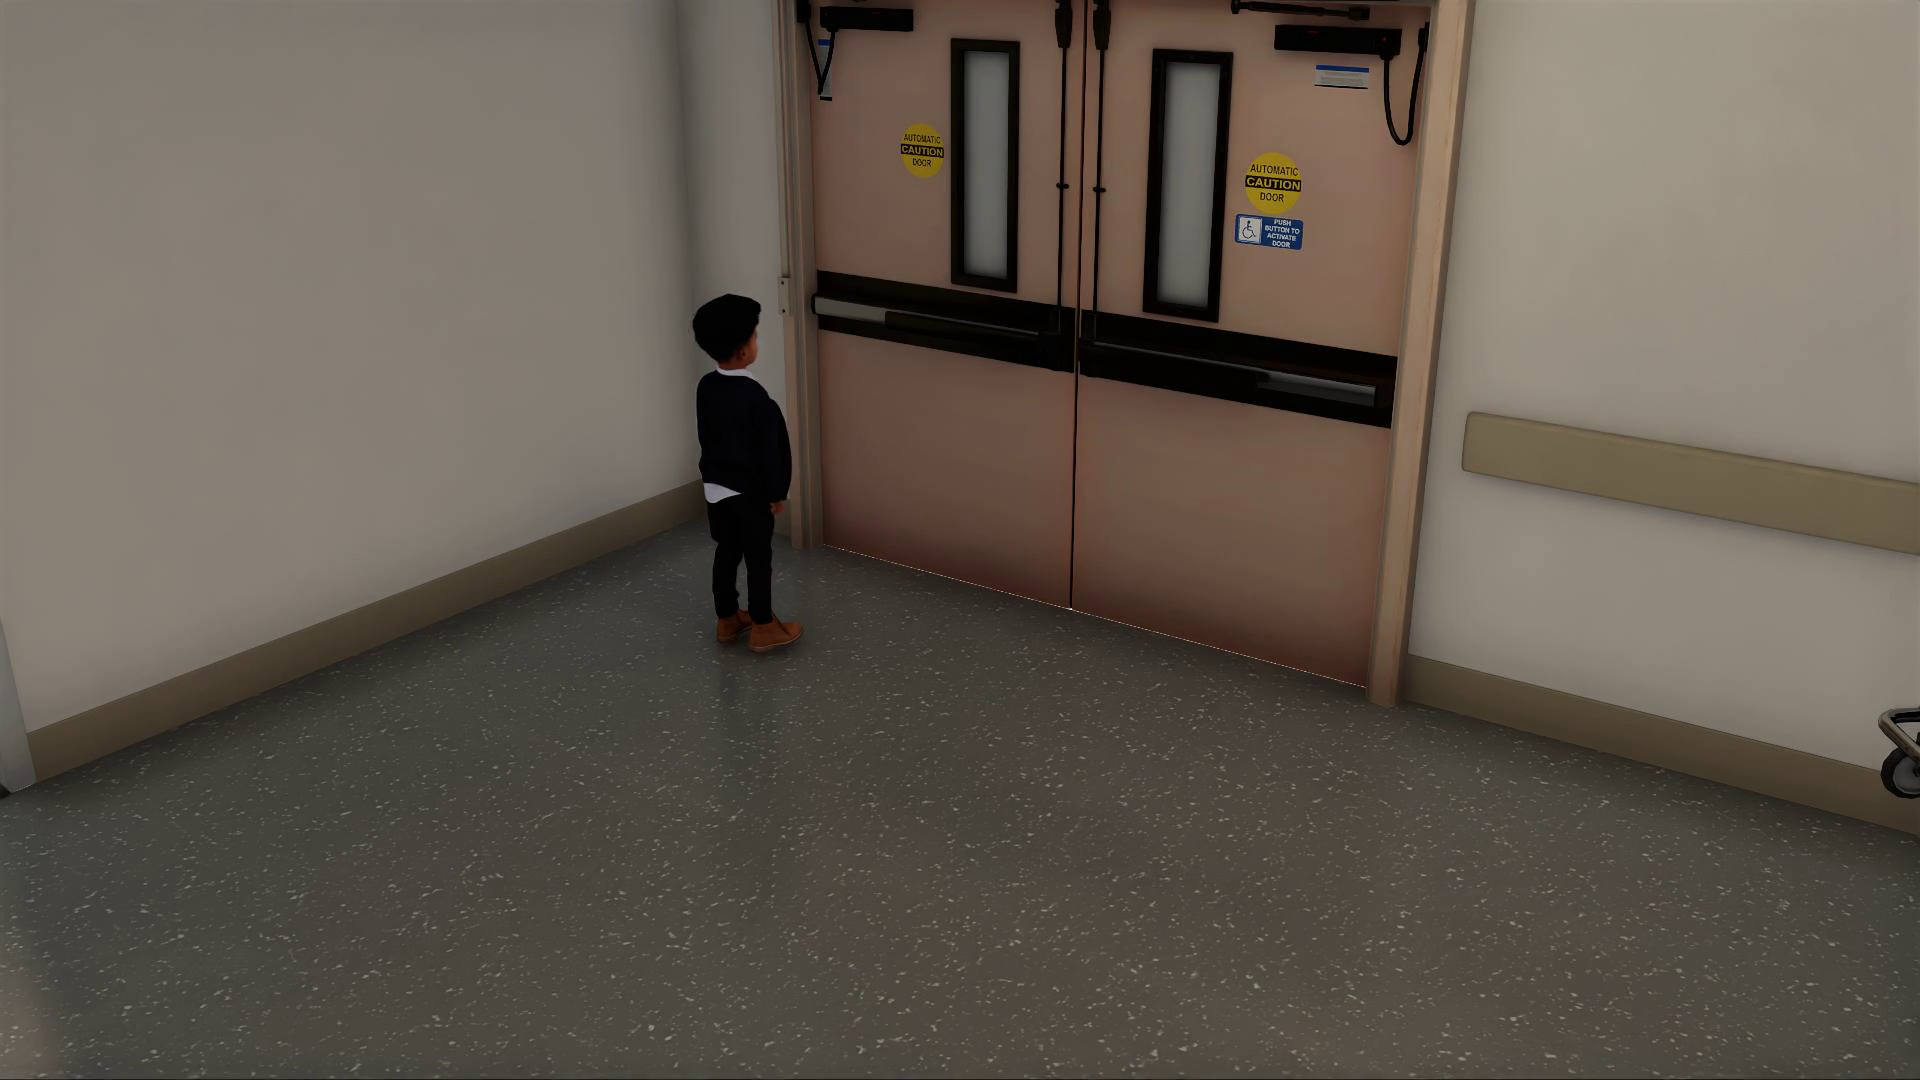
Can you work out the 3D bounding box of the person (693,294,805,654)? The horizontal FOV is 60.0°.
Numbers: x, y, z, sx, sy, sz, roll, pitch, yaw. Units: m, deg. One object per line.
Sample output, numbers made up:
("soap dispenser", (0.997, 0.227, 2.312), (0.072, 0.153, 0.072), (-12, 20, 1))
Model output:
("person", (-0.742, -0.221, 5.602), (0.503, 1.227, 0.499), (15, 25, 34))
